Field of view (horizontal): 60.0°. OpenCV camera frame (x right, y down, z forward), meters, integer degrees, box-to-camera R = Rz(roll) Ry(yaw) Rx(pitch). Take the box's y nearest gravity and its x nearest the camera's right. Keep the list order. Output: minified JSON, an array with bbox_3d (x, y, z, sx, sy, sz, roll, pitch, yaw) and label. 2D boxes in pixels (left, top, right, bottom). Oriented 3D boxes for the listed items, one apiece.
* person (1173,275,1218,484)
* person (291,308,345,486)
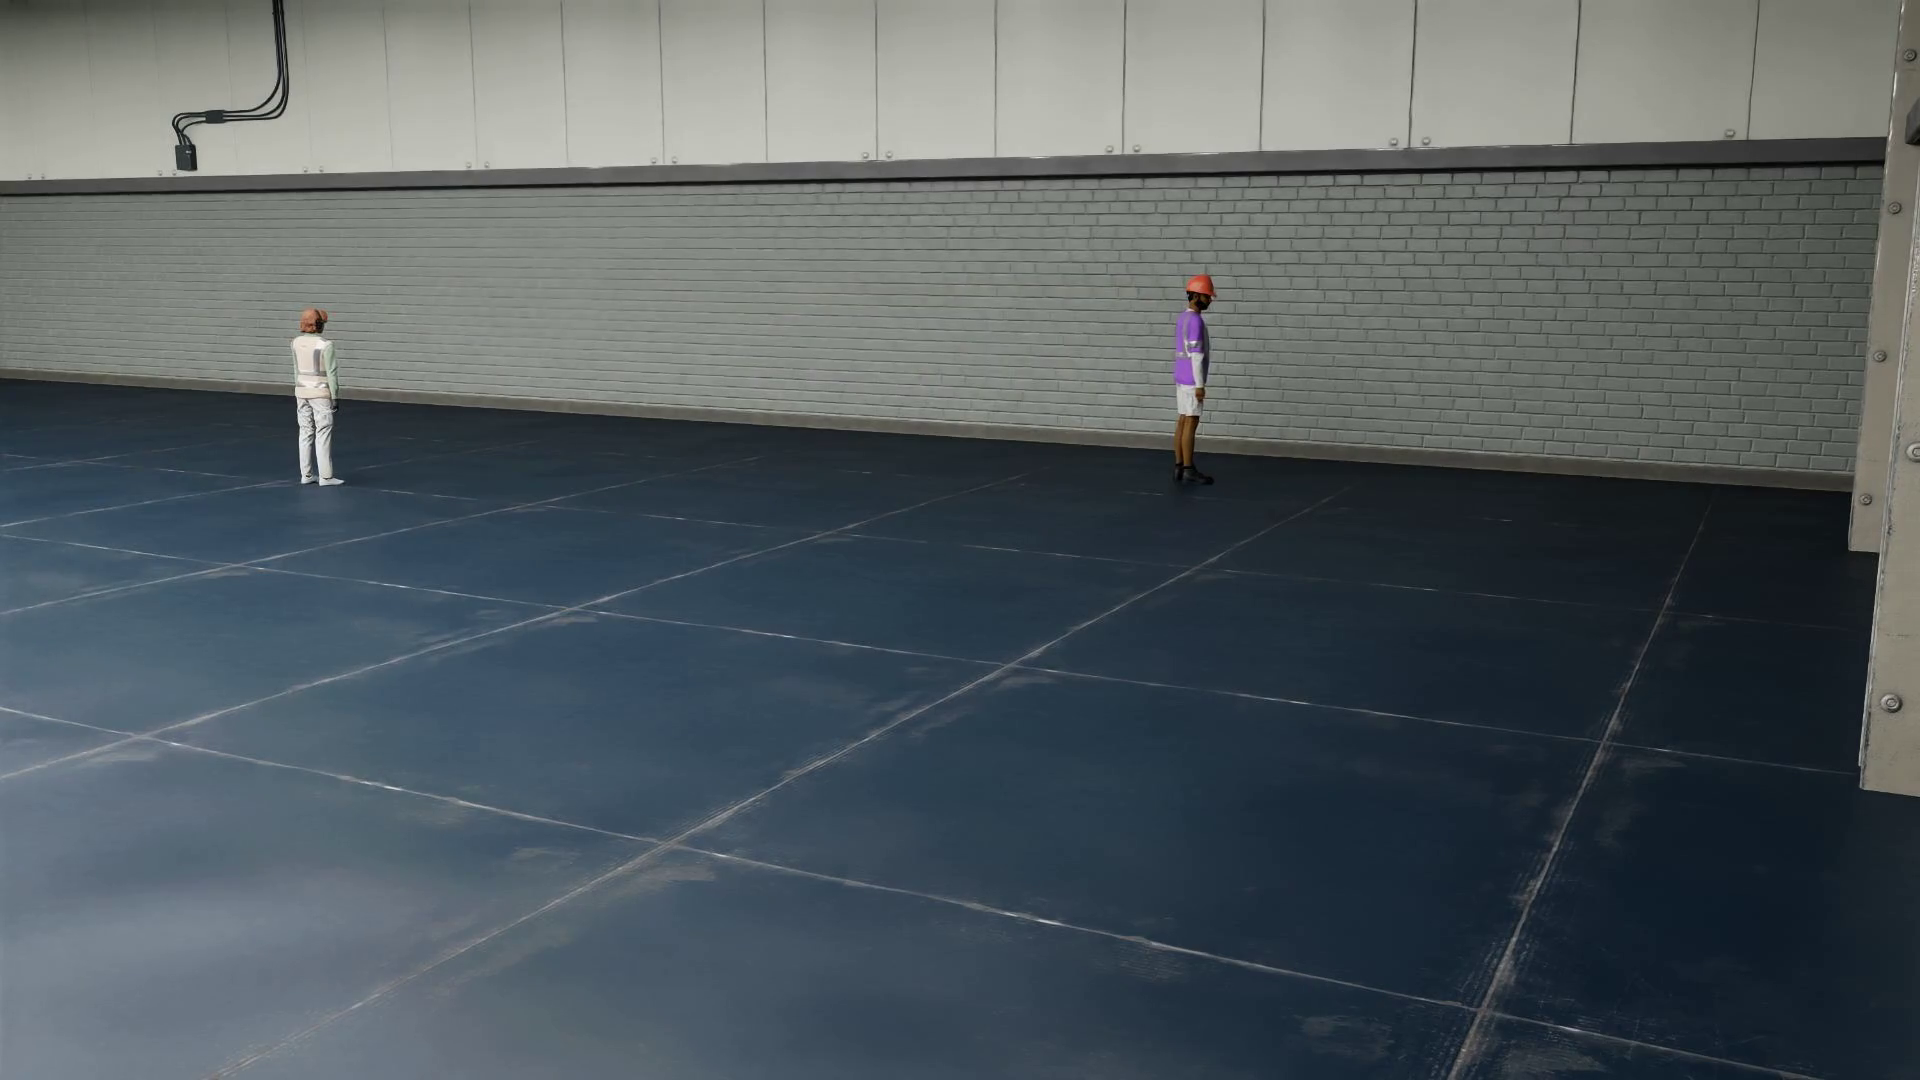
[{"bbox_3d":[2.180,-1.484,15.442,0.374,1.930,0.542,-1,10,-6],"label":"person"},{"bbox_3d":[-5.918,-1.306,15.292,0.509,1.629,0.316,5,11,24],"label":"person"}]
